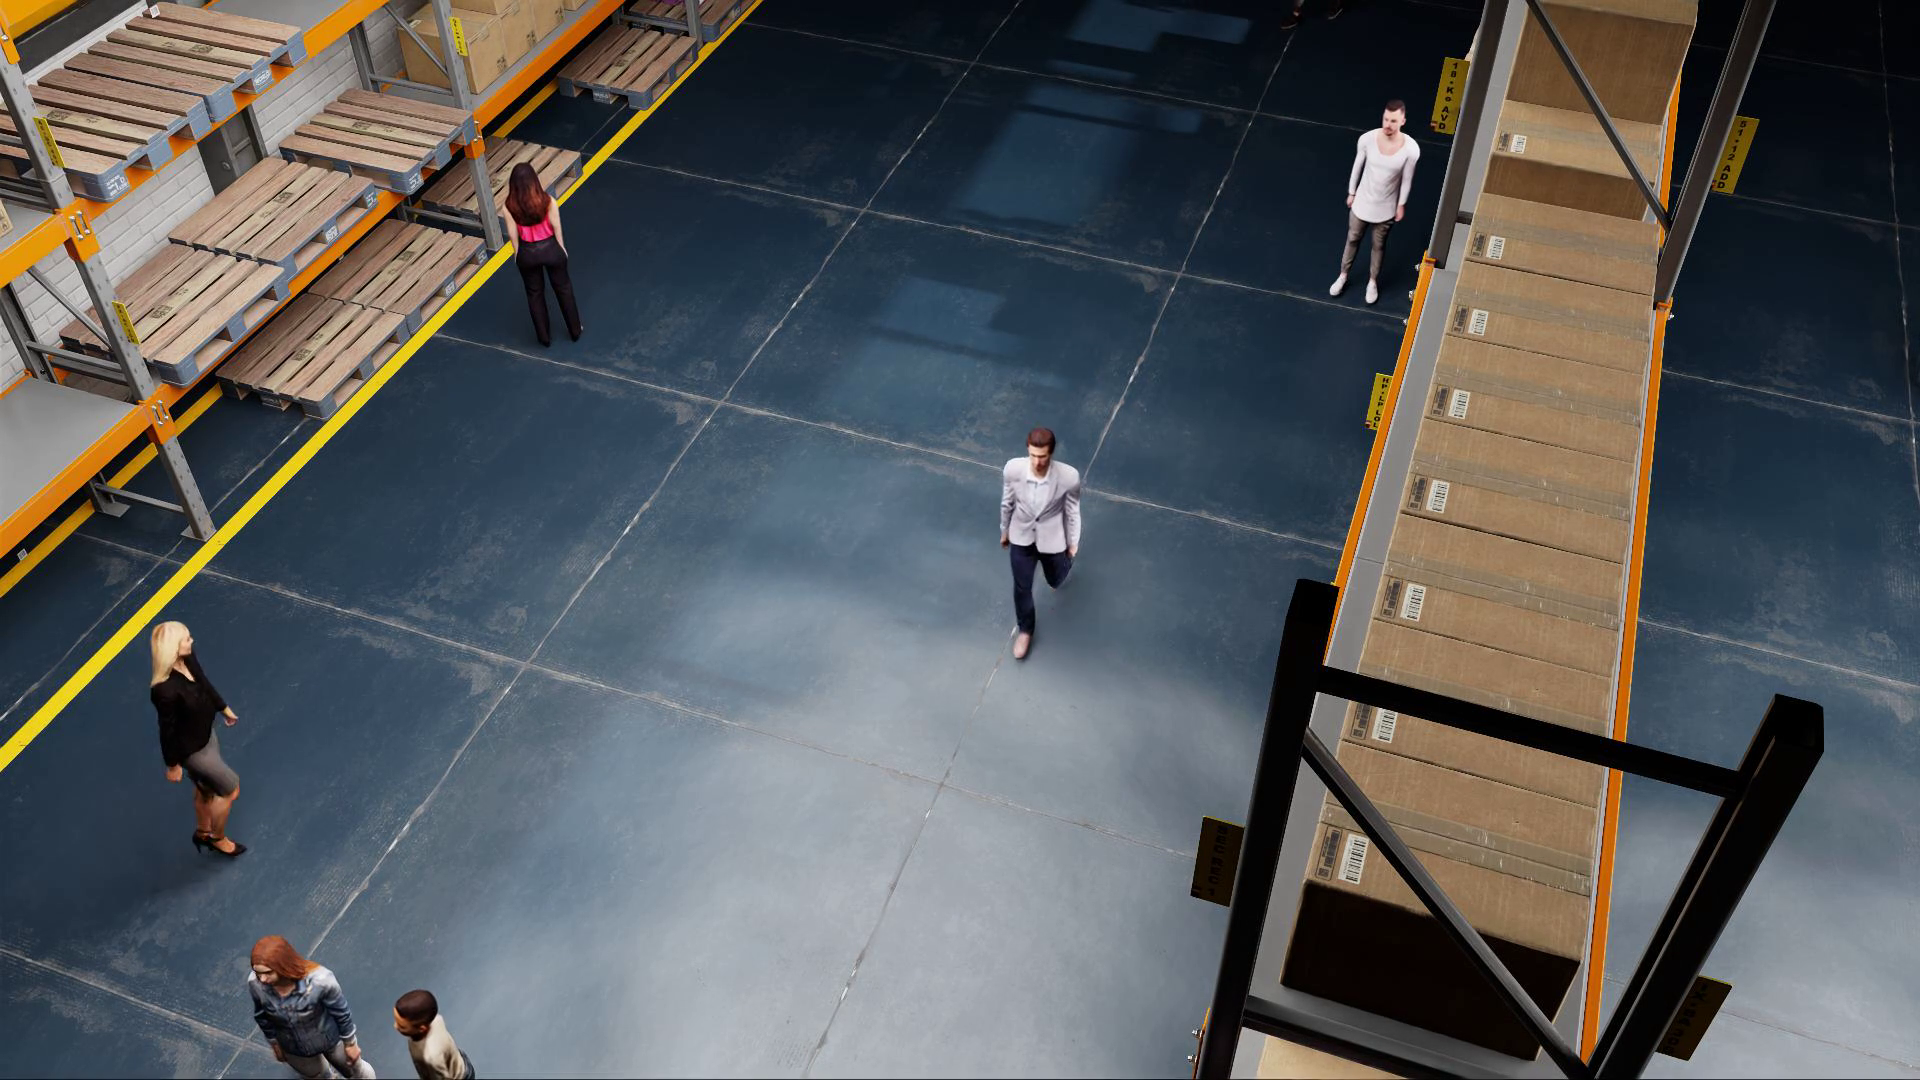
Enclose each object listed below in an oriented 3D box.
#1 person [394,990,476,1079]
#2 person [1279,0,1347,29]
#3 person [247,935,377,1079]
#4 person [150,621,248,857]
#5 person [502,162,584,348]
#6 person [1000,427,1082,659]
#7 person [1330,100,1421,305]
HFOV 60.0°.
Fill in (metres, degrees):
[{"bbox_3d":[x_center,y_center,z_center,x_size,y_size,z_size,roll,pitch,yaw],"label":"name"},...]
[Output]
[{"bbox_3d":[-2.548,2.668,8.293,0.652,1.459,0.610,-22,48,-22],"label":"person"},{"bbox_3d":[3.882,-6.219,17.457,1.167,1.686,1.025,-24,49,-23],"label":"person"},{"bbox_3d":[-3.220,2.473,8.321,0.679,1.702,0.643,-1,44,-1],"label":"person"},{"bbox_3d":[-4.450,1.227,9.560,0.841,1.796,0.772,0,44,0],"label":"person"},{"bbox_3d":[-3.364,-2.292,13.354,0.667,1.659,0.682,-8,44,-8],"label":"person"},{"bbox_3d":[0.543,-0.086,10.918,0.730,1.826,1.064,11,45,12],"label":"person"},{"bbox_3d":[3.454,-2.825,13.783,0.667,1.840,0.565,17,46,17],"label":"person"}]
